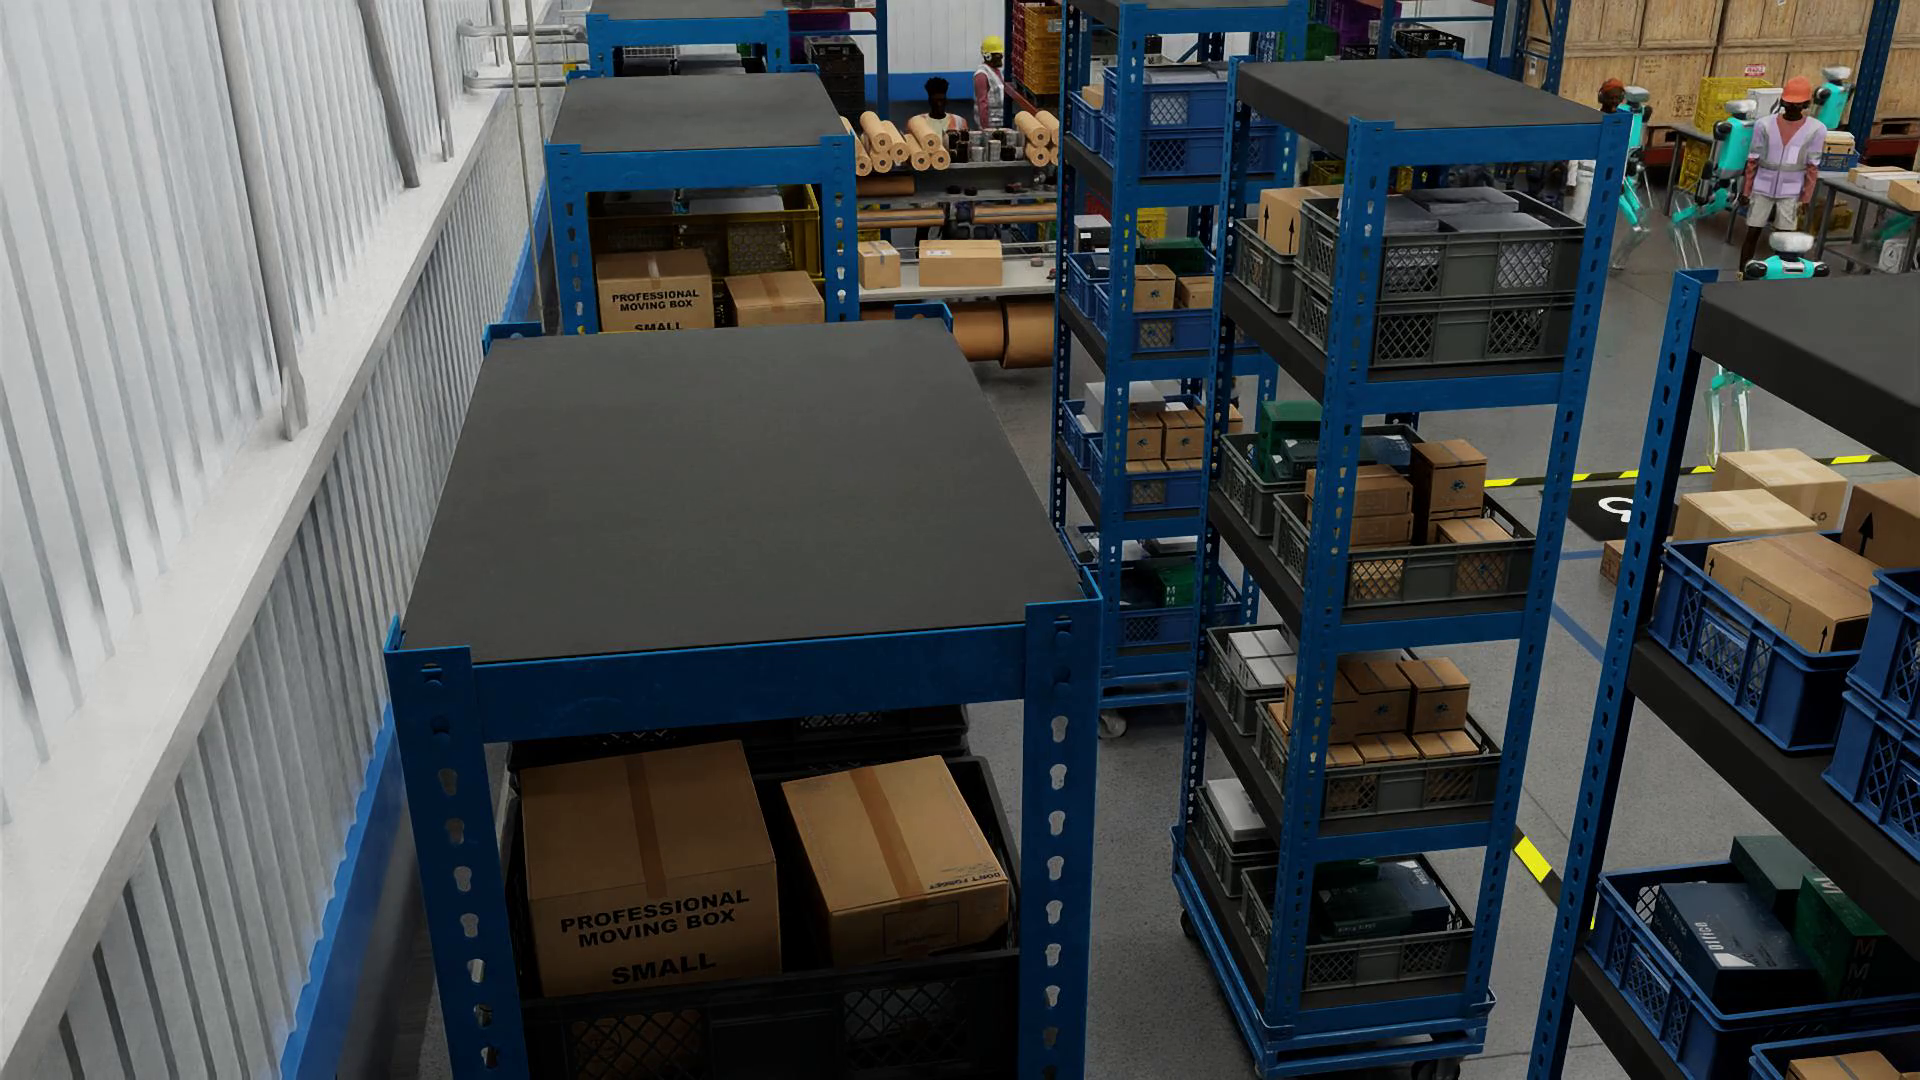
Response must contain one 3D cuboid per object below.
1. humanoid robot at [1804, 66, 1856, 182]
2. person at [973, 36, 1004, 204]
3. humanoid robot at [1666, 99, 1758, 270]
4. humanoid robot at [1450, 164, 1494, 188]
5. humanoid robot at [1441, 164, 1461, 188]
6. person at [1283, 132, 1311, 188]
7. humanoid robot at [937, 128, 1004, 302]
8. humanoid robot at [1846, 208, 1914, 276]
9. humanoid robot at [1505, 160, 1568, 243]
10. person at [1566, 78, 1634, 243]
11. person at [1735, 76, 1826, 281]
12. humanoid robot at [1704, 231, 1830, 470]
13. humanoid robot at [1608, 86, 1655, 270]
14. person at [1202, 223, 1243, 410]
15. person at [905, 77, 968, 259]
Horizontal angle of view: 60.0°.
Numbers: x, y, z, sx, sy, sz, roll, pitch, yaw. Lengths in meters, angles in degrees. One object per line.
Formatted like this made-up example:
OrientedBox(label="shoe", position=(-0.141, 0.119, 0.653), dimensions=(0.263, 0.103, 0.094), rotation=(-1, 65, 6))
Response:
OrientedBox(label="humanoid robot", position=(8.797, -4.098, 17.451), dimensions=(0.559, 1.773, 0.808), rotation=(-13, 28, -26))
OrientedBox(label="person", position=(0.360, -4.717, 18.680), dimensions=(0.404, 1.833, 0.589), rotation=(7, 26, 15))
OrientedBox(label="humanoid robot", position=(6.993, -3.322, 15.603), dimensions=(0.533, 1.677, 0.735), rotation=(-10, 27, -21))
OrientedBox(label="humanoid robot", position=(4.383, -2.726, 14.558), dimensions=(0.603, 1.647, 0.410), rotation=(17, 30, 32))
OrientedBox(label="humanoid robot", position=(4.116, -2.642, 14.345), dimensions=(0.324, 1.647, 0.616), rotation=(-1, 25, -2))
OrientedBox(label="person", position=(3.233, -3.713, 16.532), dimensions=(0.433, 1.809, 0.742), rotation=(-16, 29, -32))
OrientedBox(label="humanoid robot", position=(0.100, -2.844, 14.832), dimensions=(0.605, 1.636, 0.609), rotation=(-1, 25, -2))
OrientedBox(label="humanoid robot", position=(8.704, -3.120, 15.394), dimensions=(0.911, 1.824, 0.570), rotation=(15, 28, 29))
OrientedBox(label="humanoid robot", position=(5.108, -2.905, 14.915), dimensions=(0.588, 1.649, 0.395), rotation=(19, 31, 35))
OrientedBox(label="person", position=(6.053, -3.427, 15.815), dimensions=(0.583, 1.881, 0.337), rotation=(-3, 25, -6))
OrientedBox(label="person", position=(7.404, -3.162, 15.069), dimensions=(0.601, 2.034, 0.414), rotation=(14, 28, 29))
OrientedBox(label="humanoid robot", position=(5.350, -1.310, 11.234), dimensions=(0.533, 1.673, 0.735), rotation=(1, 25, 2))
OrientedBox(label="humanoid robot", position=(6.452, -3.398, 15.872), dimensions=(0.542, 1.763, 0.677), rotation=(-13, 28, -26))
OrientedBox(label="person", position=(1.717, -1.208, 11.036), dimensions=(0.391, 1.848, 0.586), rotation=(-4, 25, -9))
OrientedBox(label="person", position=(-0.213, -3.298, 15.438), dimensions=(0.601, 1.965, 0.368), rotation=(-6, 25, -14))
